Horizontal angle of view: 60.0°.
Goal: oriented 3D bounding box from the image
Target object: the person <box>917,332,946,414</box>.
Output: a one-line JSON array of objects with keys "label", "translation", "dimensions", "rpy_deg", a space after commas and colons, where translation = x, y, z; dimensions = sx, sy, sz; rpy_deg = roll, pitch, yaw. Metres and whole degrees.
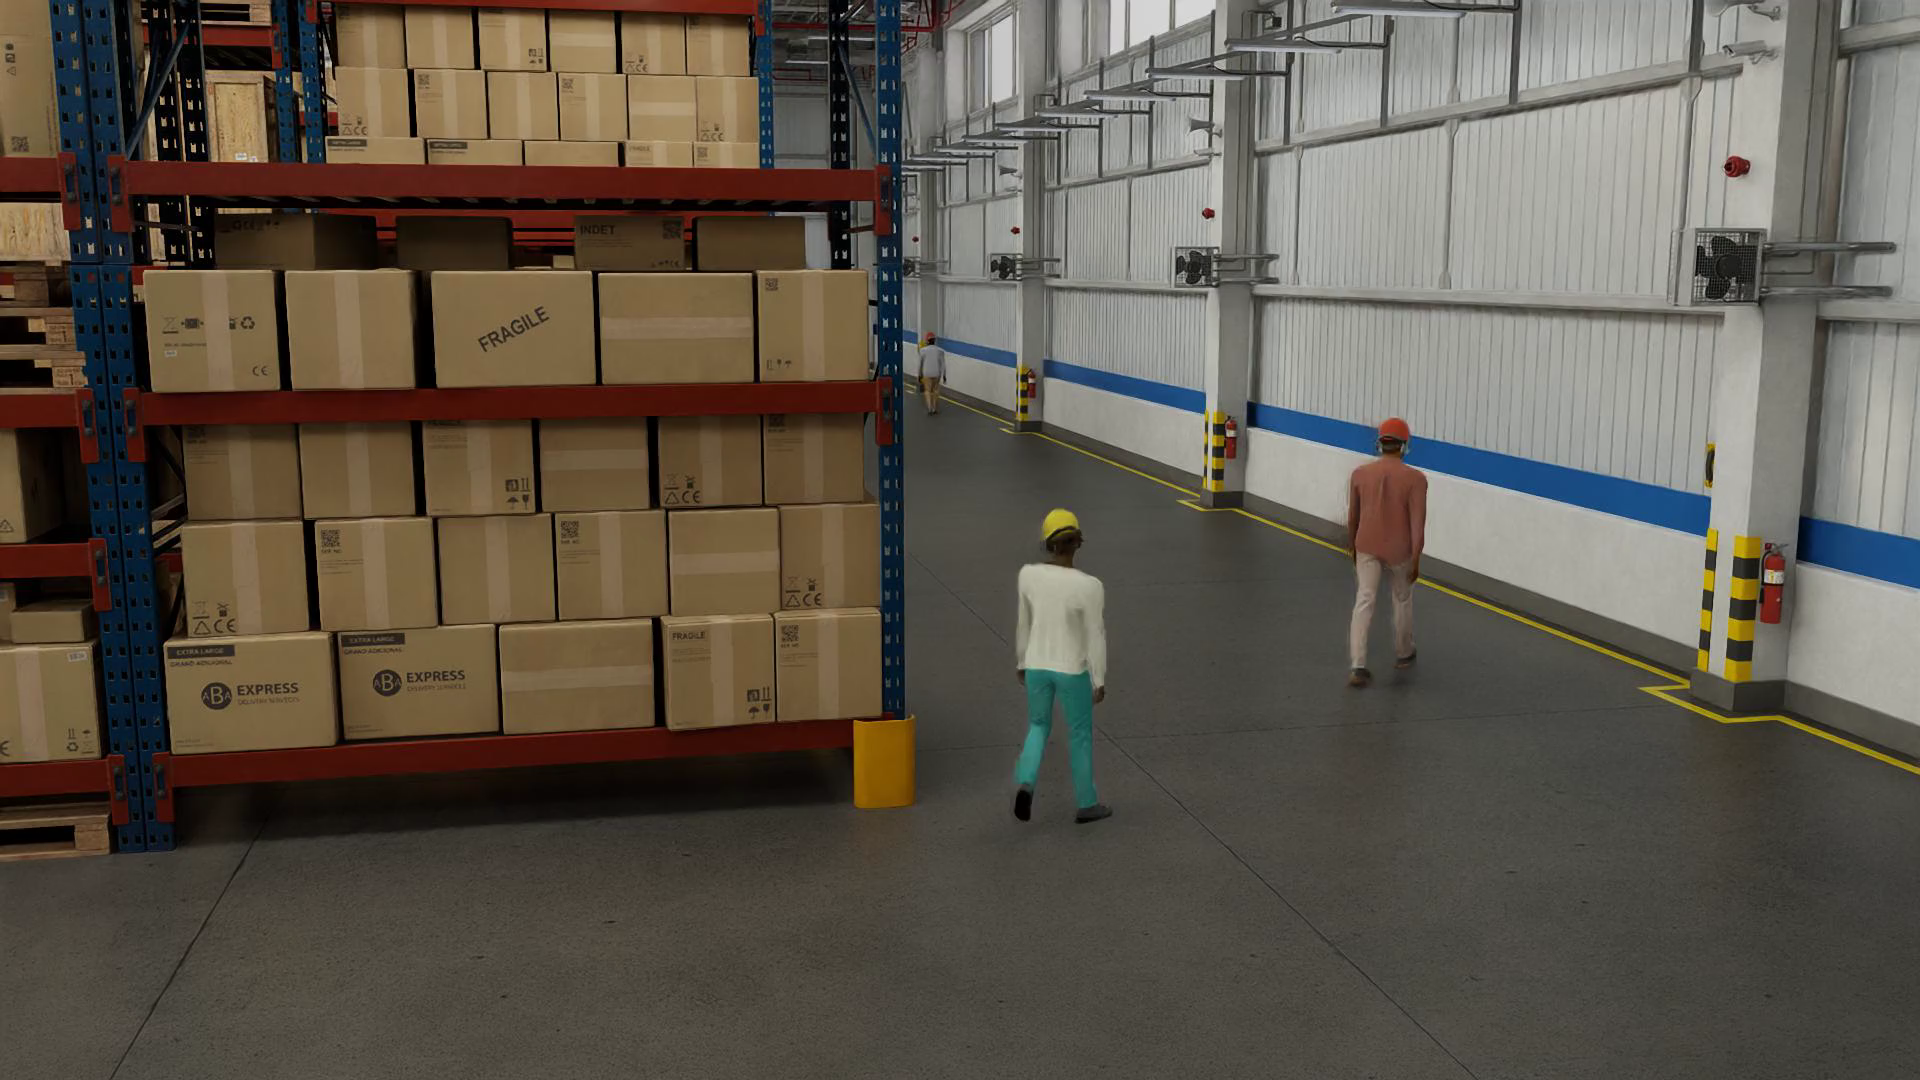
[{"label": "person", "translation": [-0.575, -3.408, 34.105], "dimensions": [0.594, 1.723, 0.668], "rpy_deg": [-1, 9, -9]}]

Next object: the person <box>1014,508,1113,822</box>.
[{"label": "person", "translation": [0.523, 0.700, 8.971], "dimensions": [0.555, 1.743, 0.601], "rpy_deg": [6, 11, 31]}]

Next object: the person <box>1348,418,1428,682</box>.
[{"label": "person", "translation": [3.147, 0.070, 12.292], "dimensions": [0.614, 1.941, 1.050], "rpy_deg": [6, 11, 30]}]
